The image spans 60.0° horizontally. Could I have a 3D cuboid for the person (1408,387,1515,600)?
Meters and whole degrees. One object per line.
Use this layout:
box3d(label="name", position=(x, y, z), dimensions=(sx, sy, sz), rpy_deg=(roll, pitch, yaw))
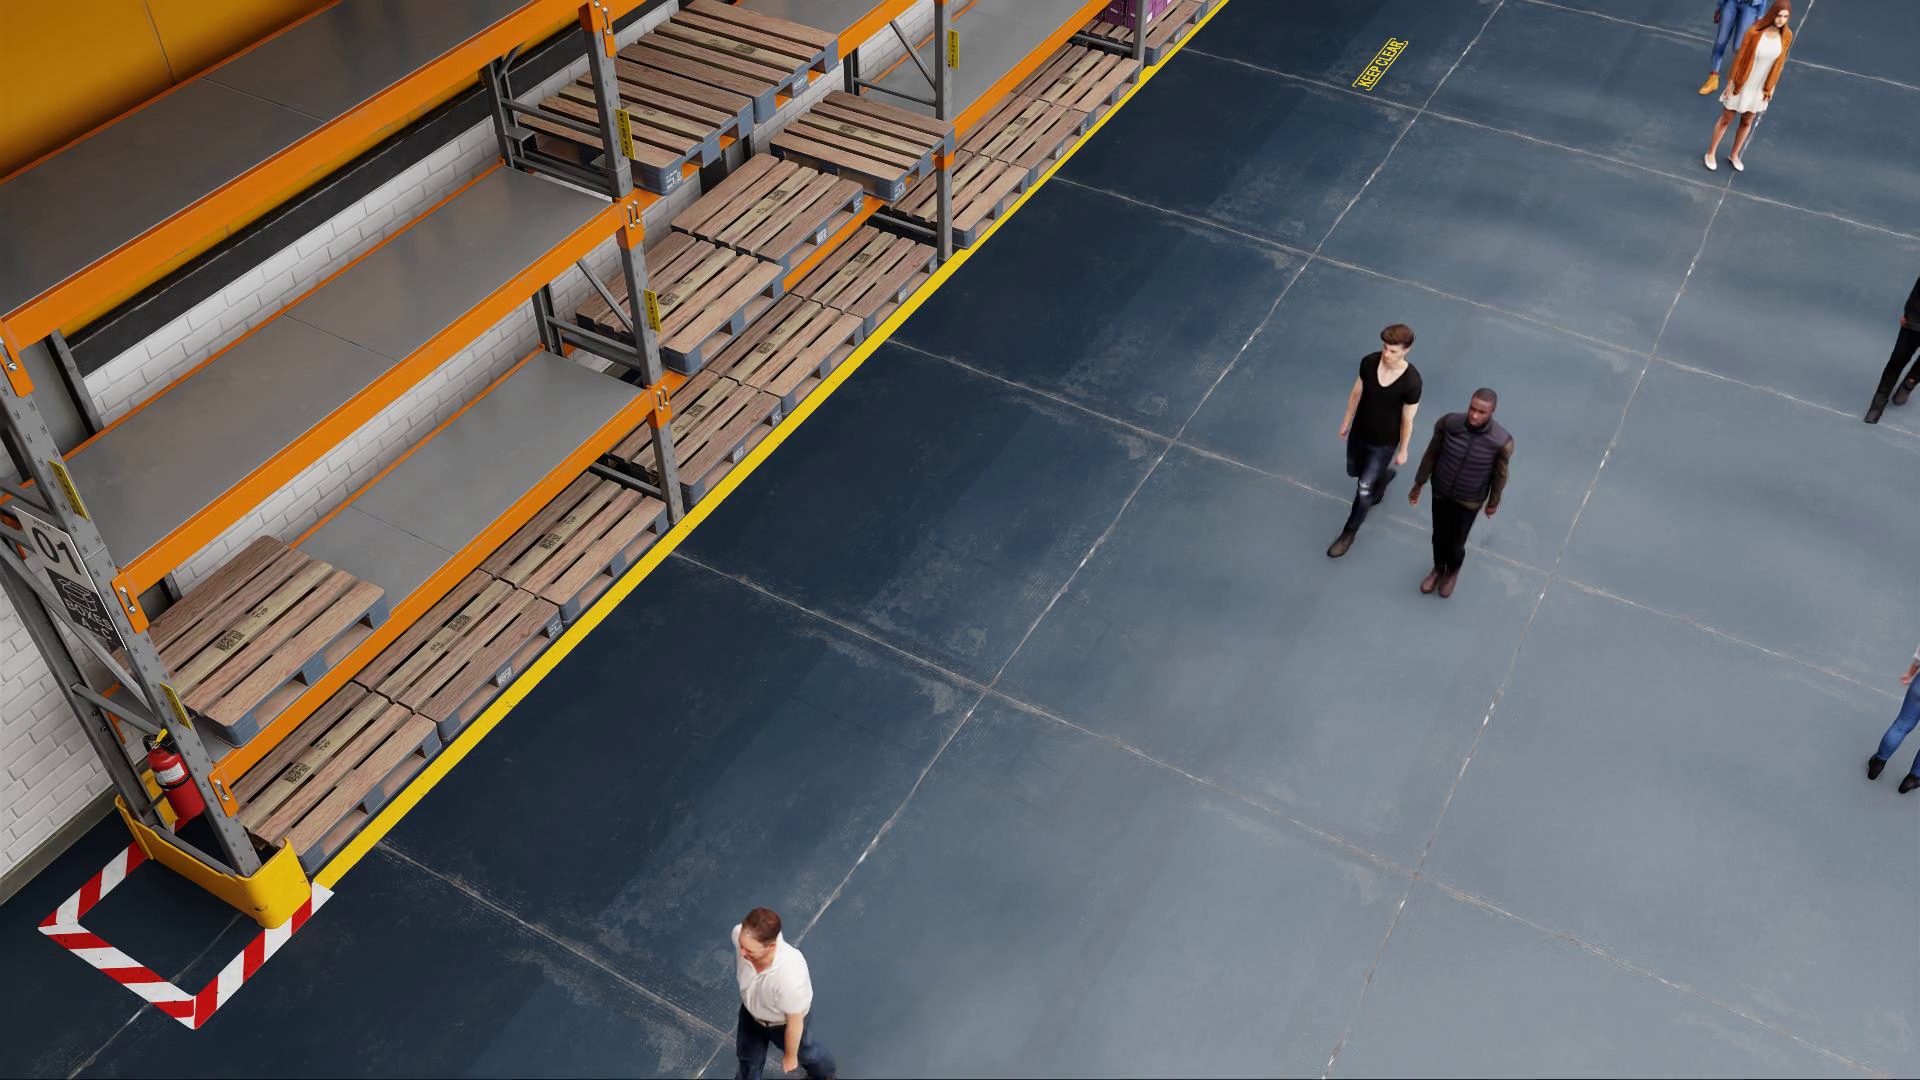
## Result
box3d(label="person", position=(3.445, -0.364, 11.369), dimensions=(0.757, 1.822, 0.705), rpy_deg=(30, 51, 27))

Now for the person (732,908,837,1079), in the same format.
box3d(label="person", position=(-0.855, 2.382, 8.488), dimensions=(1.135, 1.821, 0.891), rpy_deg=(-31, 52, -29))

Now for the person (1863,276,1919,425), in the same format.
box3d(label="person", position=(7.558, -1.724, 12.865), dimensions=(0.766, 1.728, 1.125), rpy_deg=(30, 51, 28))

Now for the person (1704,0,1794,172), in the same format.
box3d(label="person", position=(7.387, -4.269, 15.545), dimensions=(0.674, 1.717, 0.680), rpy_deg=(5, 44, 6))

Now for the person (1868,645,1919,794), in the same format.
box3d(label="person", position=(5.993, 0.930, 10.148), dimensions=(0.643, 1.632, 0.573), rpy_deg=(31, 52, 28))

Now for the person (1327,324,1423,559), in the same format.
box3d(label="person", position=(2.986, -0.777, 11.765), dimensions=(1.189, 1.874, 0.899), rpy_deg=(-33, 52, -30))

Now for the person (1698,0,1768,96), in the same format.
box3d(label="person", position=(7.844, -5.296, 16.636), dimensions=(0.877, 1.698, 0.747), rpy_deg=(-33, 53, -30))
